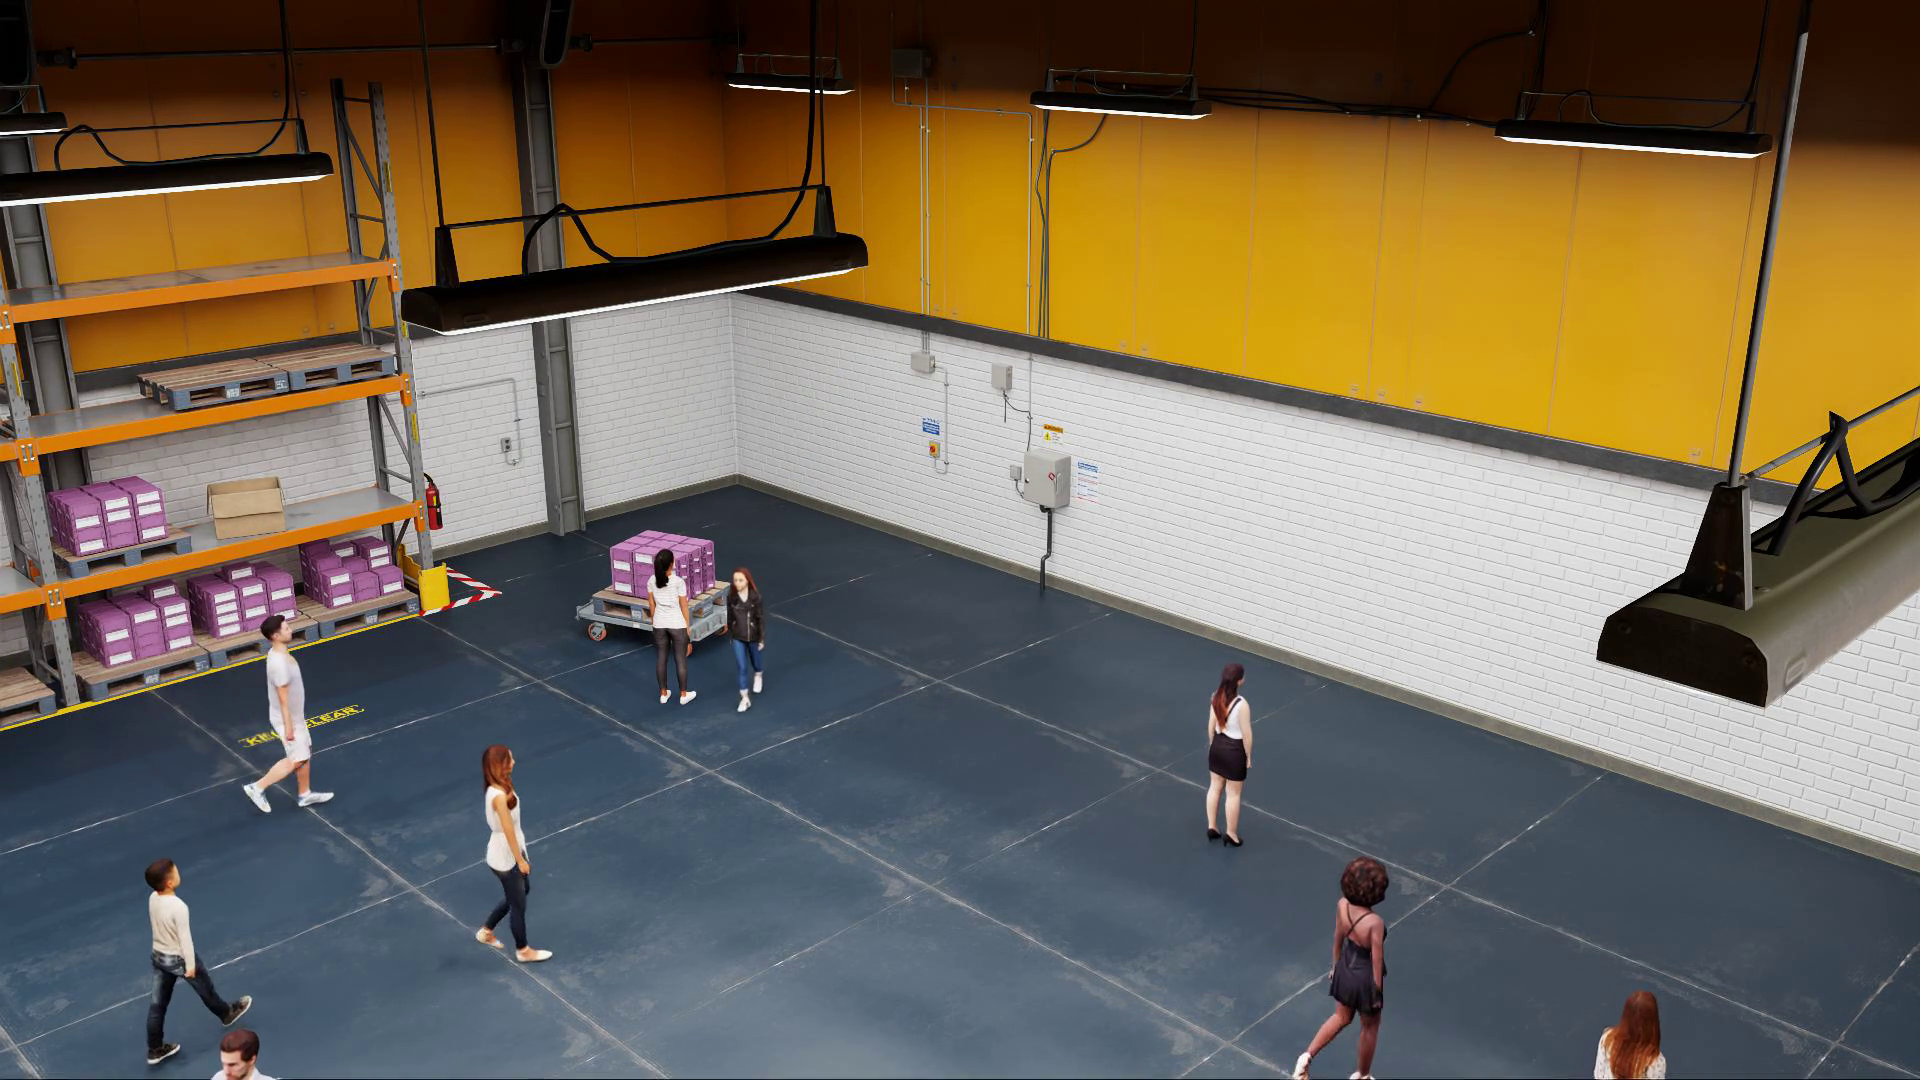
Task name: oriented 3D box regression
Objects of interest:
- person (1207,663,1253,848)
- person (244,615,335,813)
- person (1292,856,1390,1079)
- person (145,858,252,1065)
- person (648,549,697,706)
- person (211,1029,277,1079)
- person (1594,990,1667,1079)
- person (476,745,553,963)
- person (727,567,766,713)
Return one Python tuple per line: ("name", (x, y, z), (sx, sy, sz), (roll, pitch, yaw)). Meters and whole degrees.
("person", (2.269, 1.811, 14.072), (0.555, 1.648, 0.501), (17, 25, 41))
("person", (-5.974, 1.549, 14.549), (1.066, 1.840, 0.899), (-8, 20, -23))
("person", (2.498, 2.879, 10.707), (0.986, 1.771, 0.700), (-11, 21, -29))
("person", (-5.382, 2.872, 11.261), (0.767, 1.431, 1.057), (9, 21, 25))
("person", (-2.941, 0.870, 16.867), (0.657, 1.646, 0.689), (4, 19, 11))
("person", (-3.747, 3.421, 8.990), (0.880, 1.840, 0.998), (8, 20, 22))
("person", (3.794, 3.315, 9.482), (0.566, 1.726, 0.608), (-12, 22, -33))
("person", (-3.416, 2.342, 12.293), (0.908, 1.776, 0.819), (-4, 19, -13))
("person", (-2.147, 0.955, 16.915), (0.955, 1.454, 1.035), (1, 19, 2))
